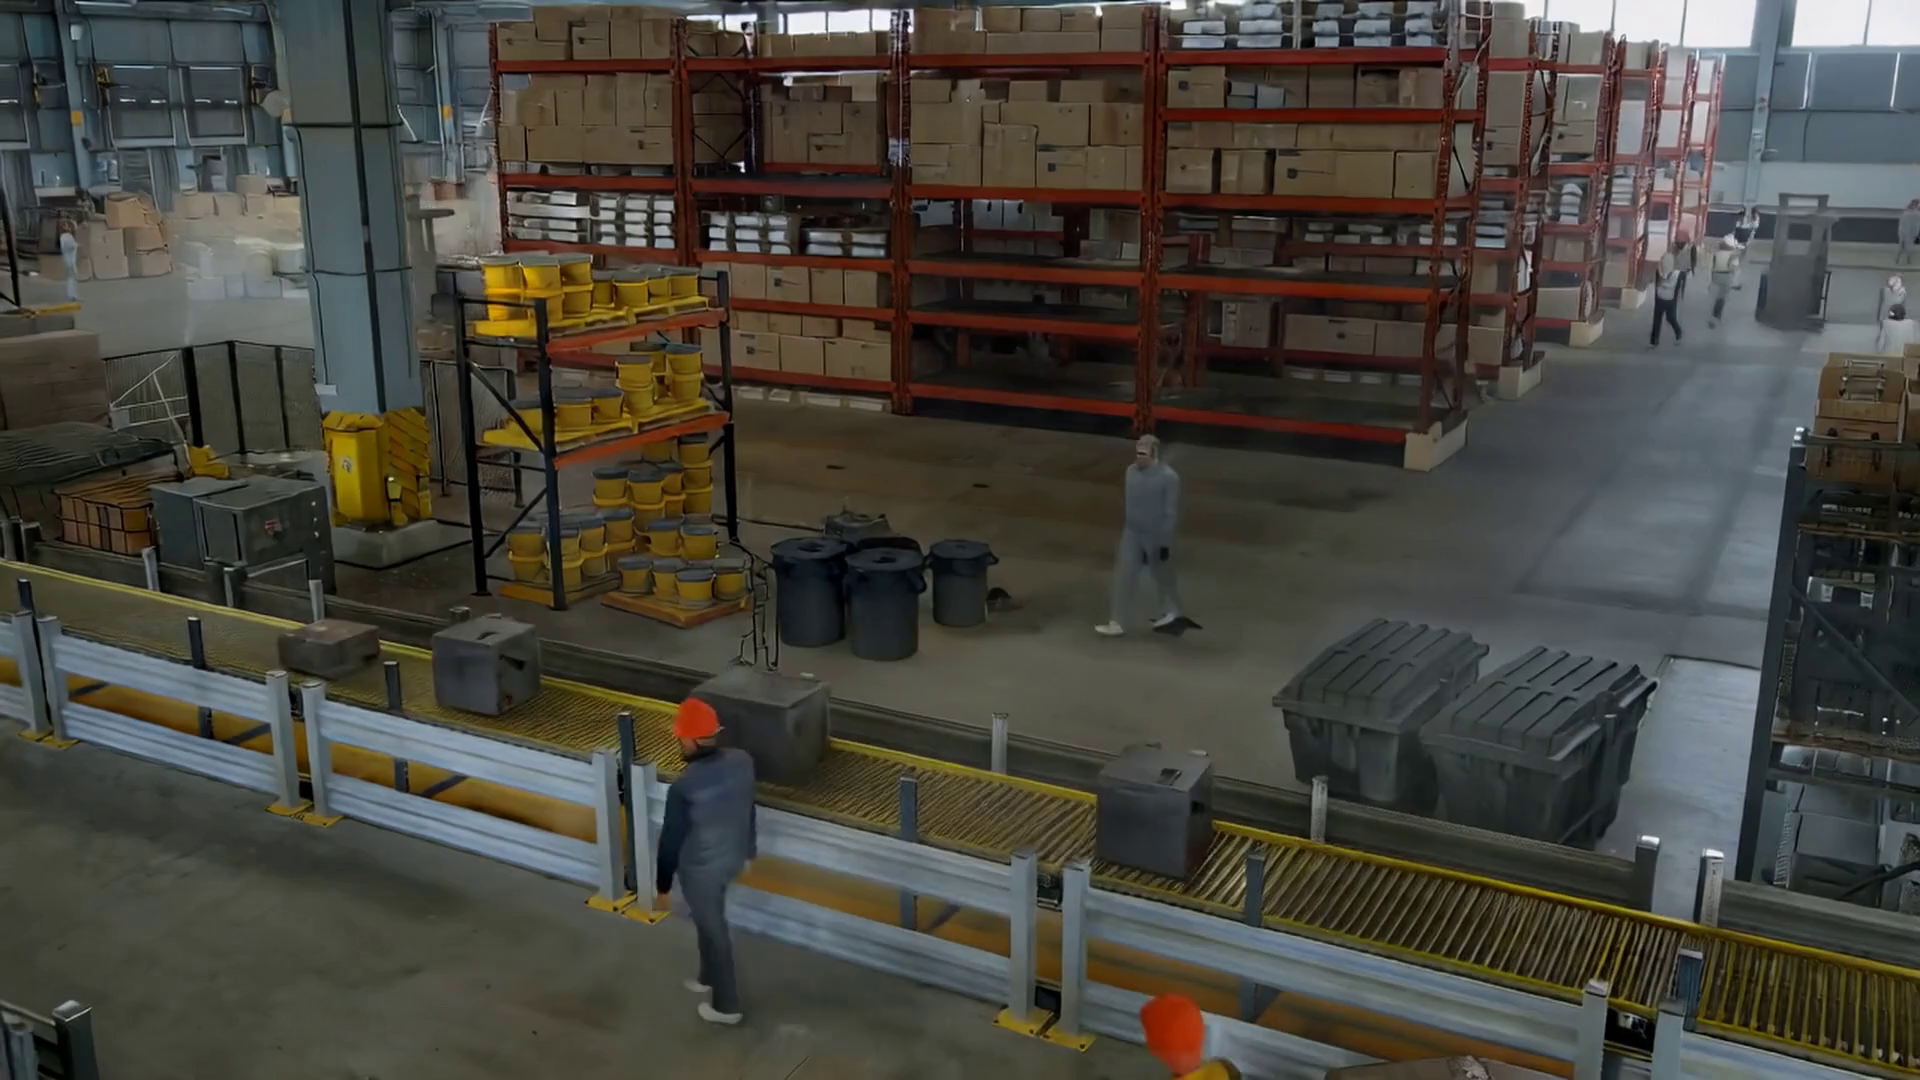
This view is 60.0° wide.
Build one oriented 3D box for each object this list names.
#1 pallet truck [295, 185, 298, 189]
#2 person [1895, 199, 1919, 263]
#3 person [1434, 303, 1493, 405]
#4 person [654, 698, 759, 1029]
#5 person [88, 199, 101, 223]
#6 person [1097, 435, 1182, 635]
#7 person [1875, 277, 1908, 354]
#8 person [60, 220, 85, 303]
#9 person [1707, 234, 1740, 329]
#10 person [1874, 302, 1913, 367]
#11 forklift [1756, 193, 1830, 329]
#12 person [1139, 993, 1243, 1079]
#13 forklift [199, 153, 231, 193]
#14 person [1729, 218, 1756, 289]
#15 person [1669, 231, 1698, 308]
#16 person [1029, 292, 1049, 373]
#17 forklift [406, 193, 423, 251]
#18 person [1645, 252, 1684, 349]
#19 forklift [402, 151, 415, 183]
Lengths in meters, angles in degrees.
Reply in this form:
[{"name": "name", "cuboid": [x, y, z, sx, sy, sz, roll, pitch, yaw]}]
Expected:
[{"name": "pallet truck", "cuboid": [-26.804, -14.617, 69.738, 1.885, 1.965, 0.823, -14, 20, -42]}, {"name": "person", "cuboid": [28.310, -9.204, 49.586, 0.554, 1.890, 0.677, -8, 17, -28]}, {"name": "person", "cuboid": [8.089, -2.978, 26.656, 0.914, 1.643, 0.547, 1, 15, 4]}, {"name": "person", "cuboid": [-1.402, 1.689, 8.787, 0.639, 1.810, 0.626, 9, 17, 31]}, {"name": "person", "cuboid": [-26.416, -9.518, 50.954, 0.730, 1.805, 0.642, -4, 15, -16]}, {"name": "person", "cuboid": [1.703, -0.045, 15.237, 0.672, 1.848, 1.013, 14, 20, 42]}, {"name": "person", "cuboid": [17.349, -4.109, 31.022, 0.518, 1.590, 0.894, 9, 17, 29]}, {"name": "person", "cuboid": [-21.408, -6.700, 40.035, 0.367, 1.966, 0.607, -8, 17, -28]}, {"name": "person", "cuboid": [16.306, -5.528, 35.584, 1.043, 2.000, 0.625, -14, 20, -42]}, {"name": "person", "cuboid": [15.070, -3.043, 26.978, 0.724, 1.602, 0.518, -8, 17, -28]}, {"name": "forklift", "cuboid": [18.093, -6.083, 35.966, 1.129, 2.768, 1.873, 4, 15, 16]}, {"name": "person", "cuboid": [0.821, 2.473, 6.205, 0.959, 1.621, 0.544, 13, 20, 40]}, {"name": "forklift", "cuboid": [-27.440, -12.865, 61.464, 1.873, 2.768, 1.129, 8, 17, 28]}, {"name": "person", "cuboid": [20.176, -7.382, 42.917, 0.813, 1.798, 0.583, -10, 18, -33]}, {"name": "person", "cuboid": [16.980, -6.379, 39.184, 0.626, 1.775, 0.988, 11, 19, 36]}, {"name": "person", "cuboid": [1.317, -3.261, 27.624, 0.320, 1.698, 0.531, -7, 17, -25]}, {"name": "forklift", "cuboid": [-11.931, -5.996, 35.641, 1.873, 2.768, 1.129, 8, 17, 28]}, {"name": "person", "cuboid": [13.947, -4.722, 32.747, 0.854, 1.895, 0.588, -10, 18, -32]}, {"name": "forklift", "cuboid": [-21.377, -13.658, 64.445, 1.873, 2.768, 1.129, 0, 15, 1]}]
